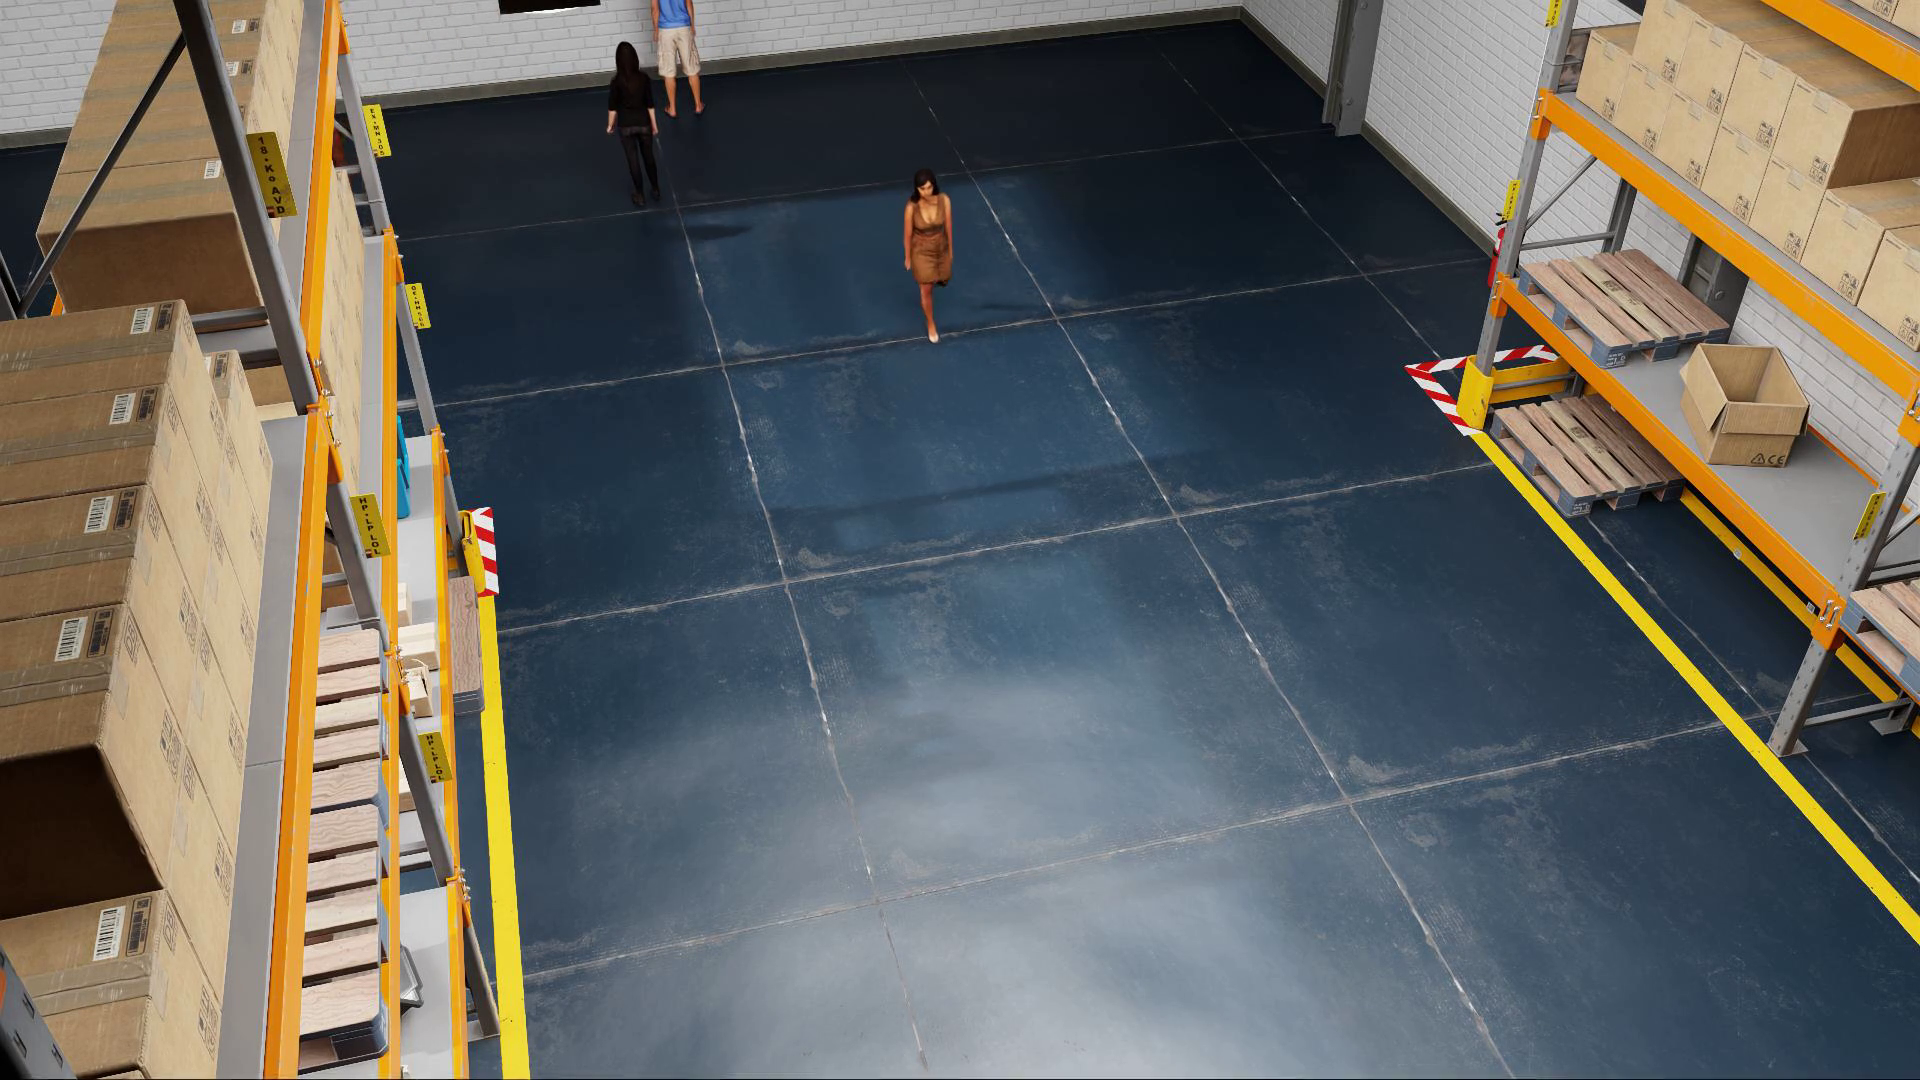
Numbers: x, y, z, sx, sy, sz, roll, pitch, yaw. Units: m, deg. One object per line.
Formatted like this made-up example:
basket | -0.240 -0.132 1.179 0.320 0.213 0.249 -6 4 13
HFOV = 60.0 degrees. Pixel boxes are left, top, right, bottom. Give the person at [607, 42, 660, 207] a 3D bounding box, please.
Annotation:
person | -3.125 -3.972 16.045 0.655 1.636 0.653 -19 42 -22

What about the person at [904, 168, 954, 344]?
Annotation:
person | -0.285 -2.478 14.158 0.616 1.657 0.901 -15 41 -18

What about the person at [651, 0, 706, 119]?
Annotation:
person | -3.030 -5.435 17.695 0.645 1.864 0.550 -10 40 -13
